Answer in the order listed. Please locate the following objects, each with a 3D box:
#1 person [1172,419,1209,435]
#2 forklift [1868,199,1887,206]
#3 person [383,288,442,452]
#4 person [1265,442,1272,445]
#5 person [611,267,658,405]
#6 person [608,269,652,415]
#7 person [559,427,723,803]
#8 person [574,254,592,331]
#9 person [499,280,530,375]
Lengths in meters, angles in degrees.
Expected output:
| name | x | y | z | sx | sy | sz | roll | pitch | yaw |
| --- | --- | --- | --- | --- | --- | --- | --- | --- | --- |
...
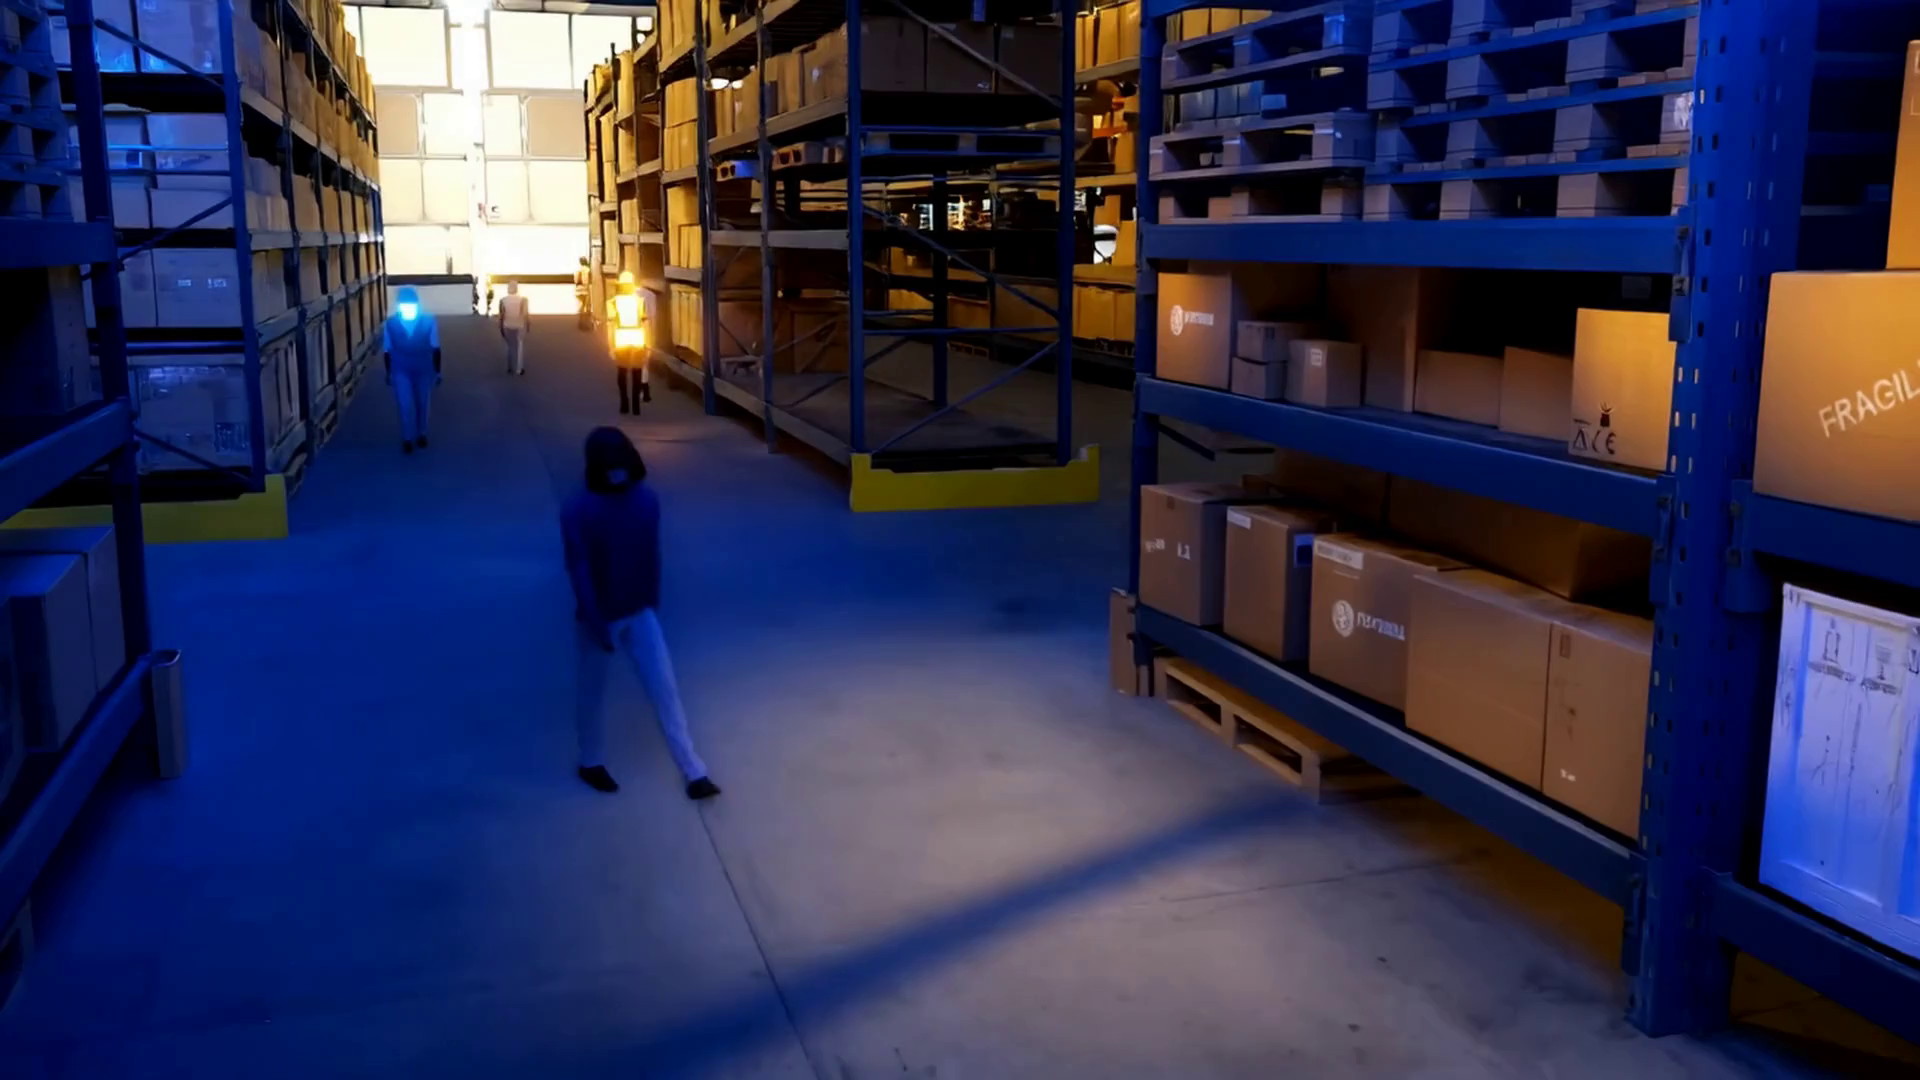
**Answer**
| name | x | y | z | sx | sy | sz | roll | pitch | yaw |
| --- | --- | --- | --- | --- | --- | --- | --- | --- | --- |
| person | 2.780 | -2.090 | 20.057 | 0.497 | 1.594 | 0.850 | -2 | 11 | -12 |
| forklift | 11.338 | -2.915 | 21.052 | 1.129 | 2.768 | 1.873 | -3 | 11 | -17 |
| person | -6.028 | -1.871 | 18.335 | 0.619 | 1.780 | 0.917 | -3 | 11 | -16 |
| person | 3.499 | -1.751 | 17.445 | 0.638 | 1.873 | 0.886 | -3 | 11 | -16 |
| person | -4.554 | -2.845 | 23.270 | 0.649 | 1.929 | 0.443 | -3 | 11 | -15 |
| person | -4.343 | -2.595 | 21.932 | 0.560 | 1.925 | 0.482 | -2 | 10 | -9 |
| person | -1.374 | 0.329 | 6.817 | 0.494 | 1.583 | 0.848 | -9 | 14 | -42 |
| person | -9.351 | -6.140 | 41.359 | 0.507 | 1.916 | 0.612 | -7 | 12 | -34 |
| person | -7.635 | -3.646 | 28.544 | 0.516 | 1.607 | 0.778 | -3 | 11 | -15 |
